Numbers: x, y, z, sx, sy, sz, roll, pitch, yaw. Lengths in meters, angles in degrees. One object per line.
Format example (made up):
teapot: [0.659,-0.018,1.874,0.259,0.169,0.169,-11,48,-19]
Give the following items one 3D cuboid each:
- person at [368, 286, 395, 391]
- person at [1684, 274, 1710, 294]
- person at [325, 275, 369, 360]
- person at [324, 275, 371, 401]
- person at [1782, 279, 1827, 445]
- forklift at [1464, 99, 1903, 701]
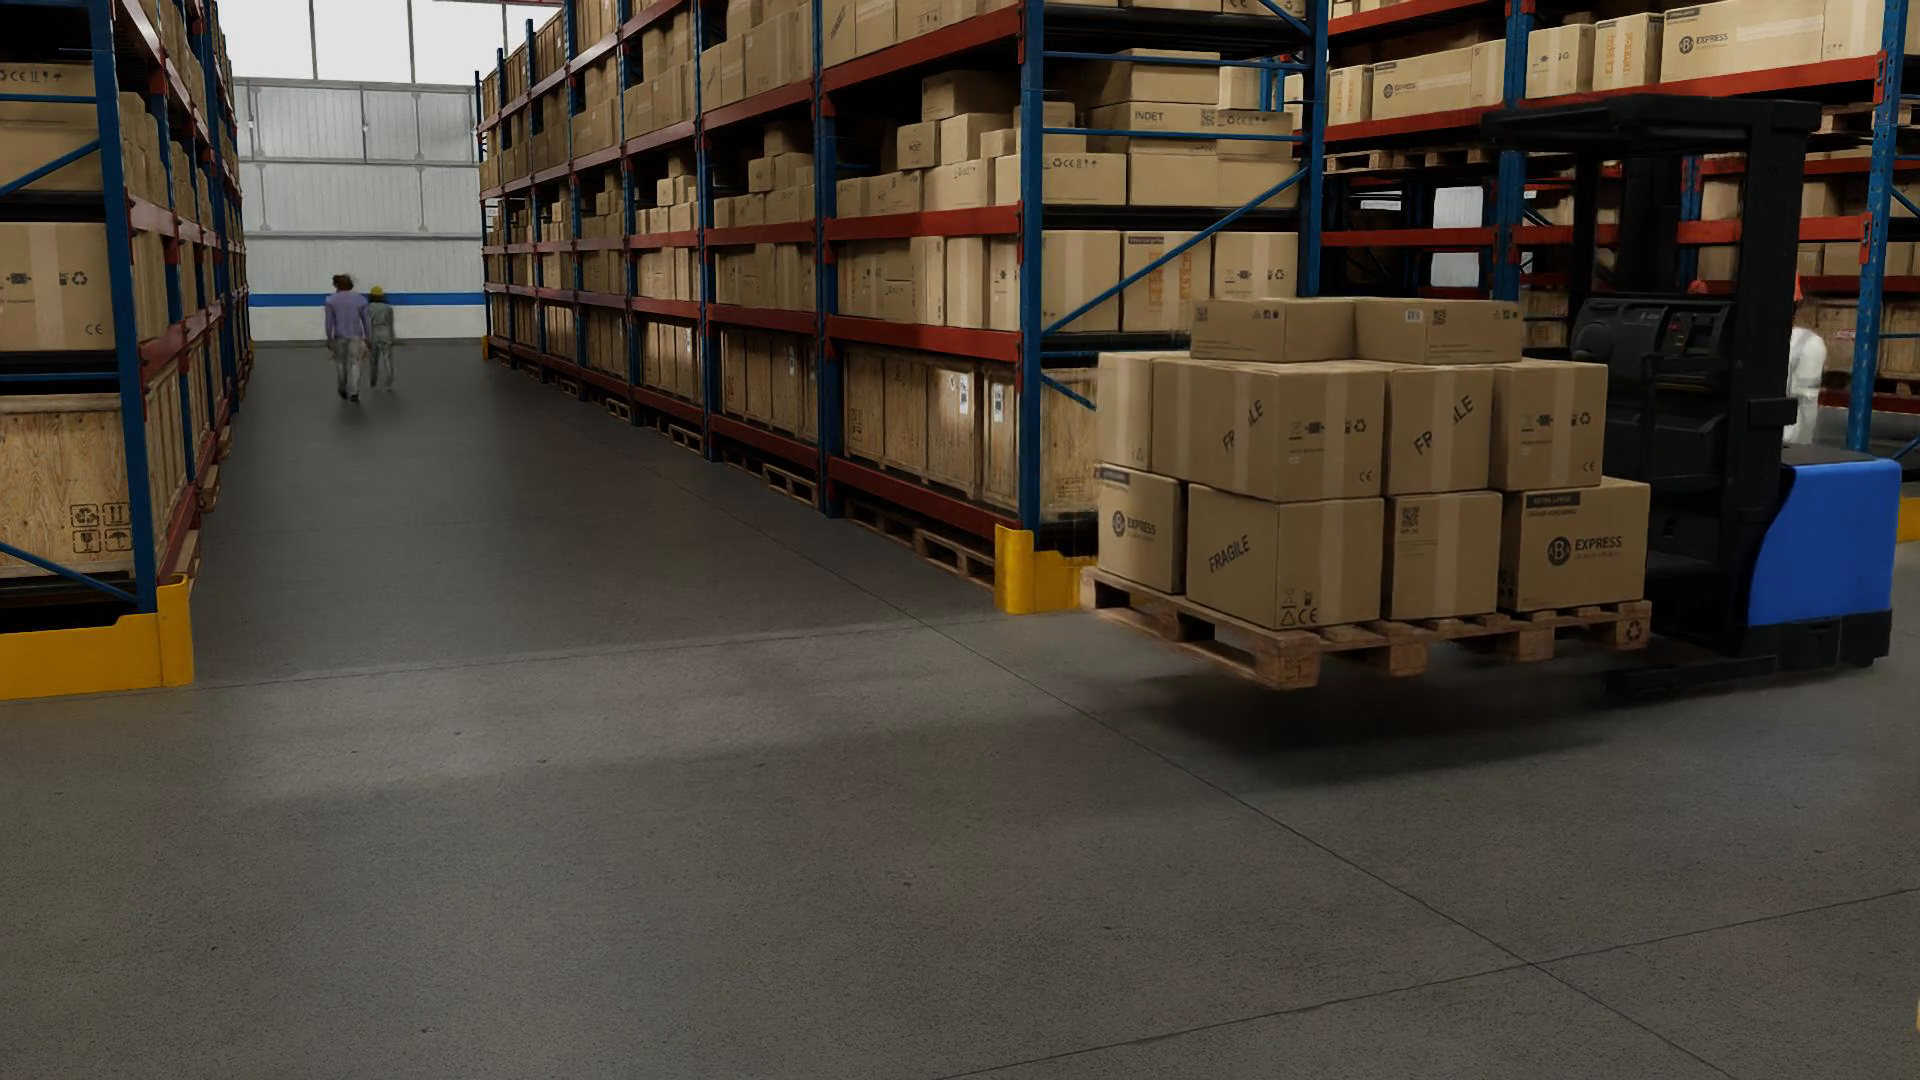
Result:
person: [-9.405,-3.265,26.986,0.495,1.695,0.930,-6,11,-34]
person: [9.184,-2.339,20.752,0.409,1.924,0.540,8,12,40]
person: [-13.129,-4.752,35.511,0.827,1.819,0.630,-5,10,-25]
person: [-9.208,-3.039,25.048,0.655,1.880,1.040,-4,10,-25]
person: [5.097,-0.655,10.357,0.578,2.030,0.608,-4,10,-21]
forklift: [3.726,-0.754,8.379,1.873,2.768,1.129,-4,10,-23]
